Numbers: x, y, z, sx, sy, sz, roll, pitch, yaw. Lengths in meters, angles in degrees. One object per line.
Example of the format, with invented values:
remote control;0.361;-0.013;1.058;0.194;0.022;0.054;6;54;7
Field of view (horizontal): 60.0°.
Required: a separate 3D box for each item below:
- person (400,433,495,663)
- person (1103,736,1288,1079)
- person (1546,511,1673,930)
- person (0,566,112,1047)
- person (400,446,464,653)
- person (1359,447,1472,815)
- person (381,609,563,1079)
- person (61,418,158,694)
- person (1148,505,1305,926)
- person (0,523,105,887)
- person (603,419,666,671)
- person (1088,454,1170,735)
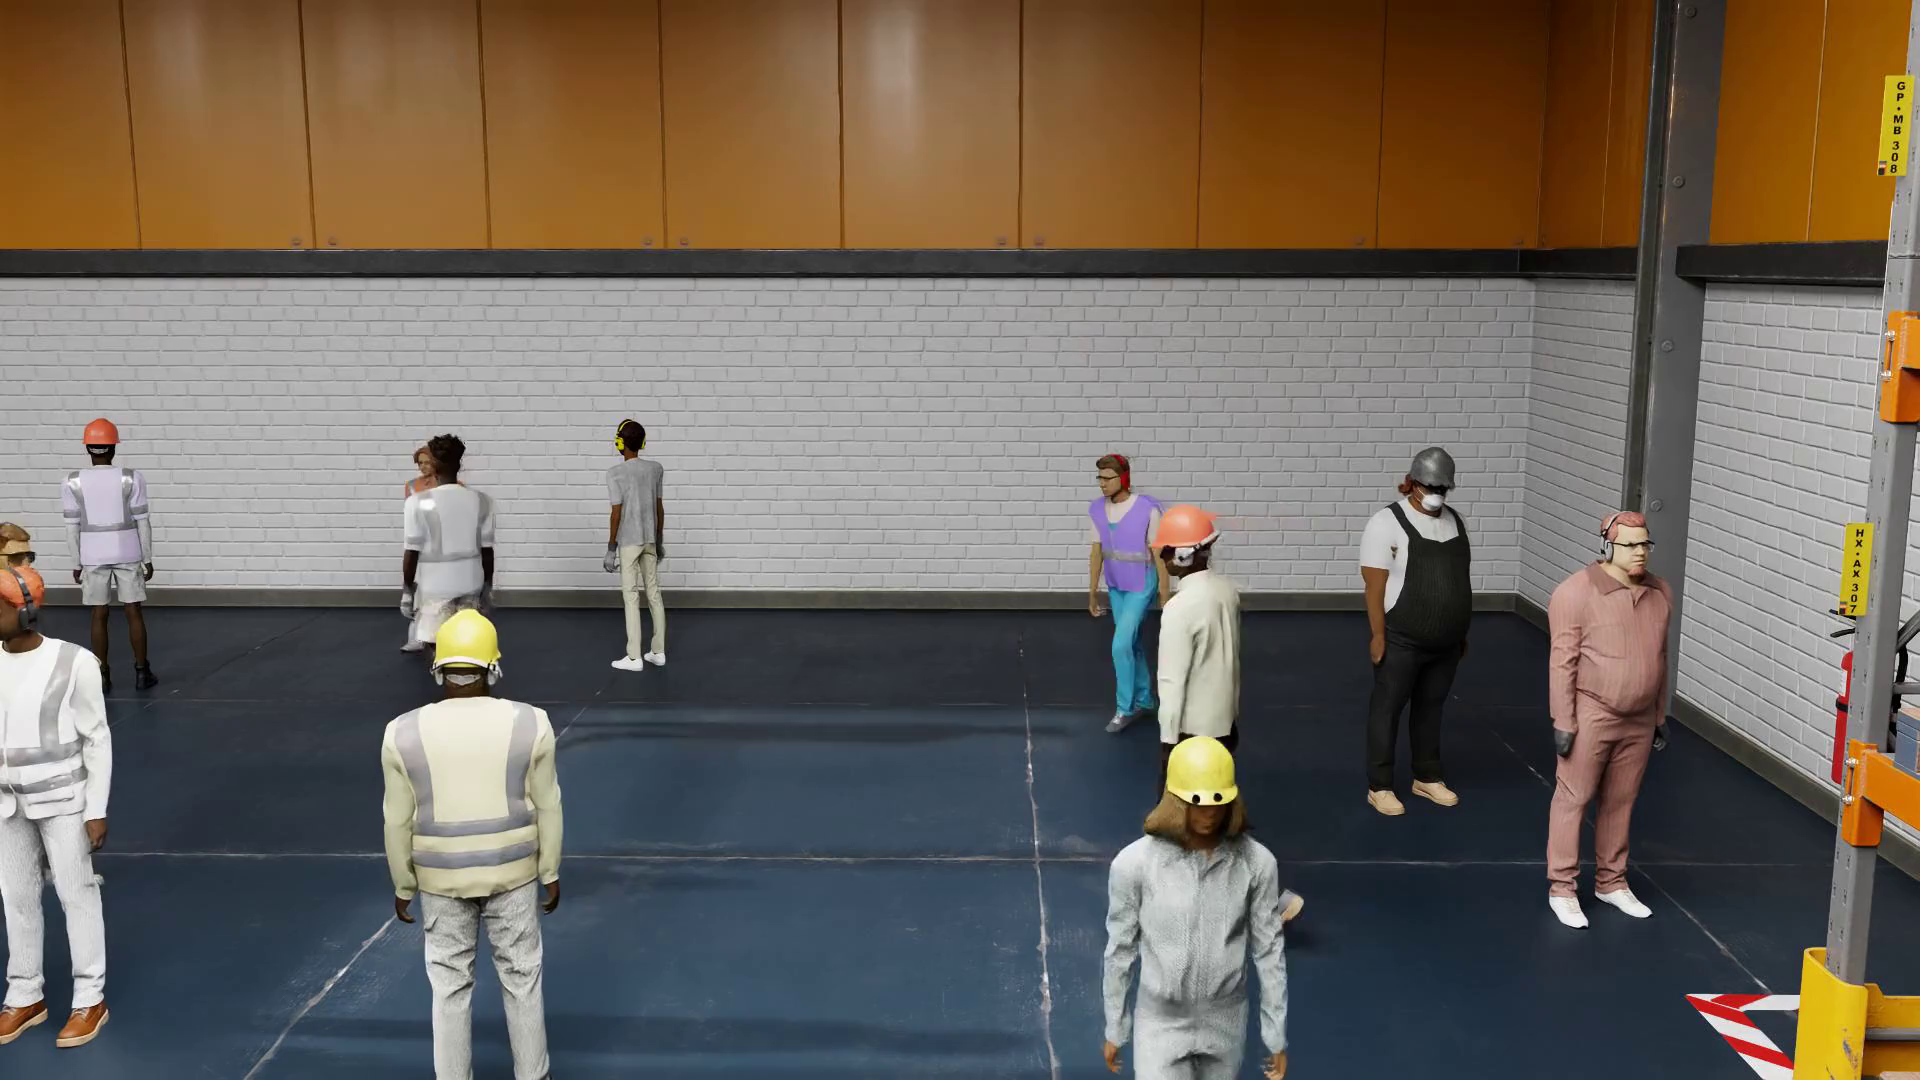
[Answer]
person;-3.225;0.293;10.617;0.768;1.943;0.616;9;13;42
person;0.686;1.402;4.622;0.508;1.709;0.798;-2;10;-11
person;2.988;0.812;7.606;0.639;1.911;0.402;-3;10;-18
person;-3.559;1.024;6.413;0.575;1.882;0.360;1;10;5
person;-4.066;0.081;12.869;0.533;1.600;0.803;1;10;6
person;2.557;0.488;9.151;0.672;2.000;0.536;-4;10;-24
person;-1.687;1.149;5.810;0.592;1.832;0.404;-2;10;-14
person;-5.970;0.114;11.697;0.543;1.939;0.356;-4;10;-22
person;1.129;0.817;7.471;0.937;1.956;0.620;6;11;31
person;-4.648;0.801;8.016;0.945;1.807;0.494;3;10;20
person;-2.416;0.037;12.356;0.328;1.874;0.518;9;13;43
person;1.059;0.342;10.734;0.736;1.798;0.581;-8;12;-38
